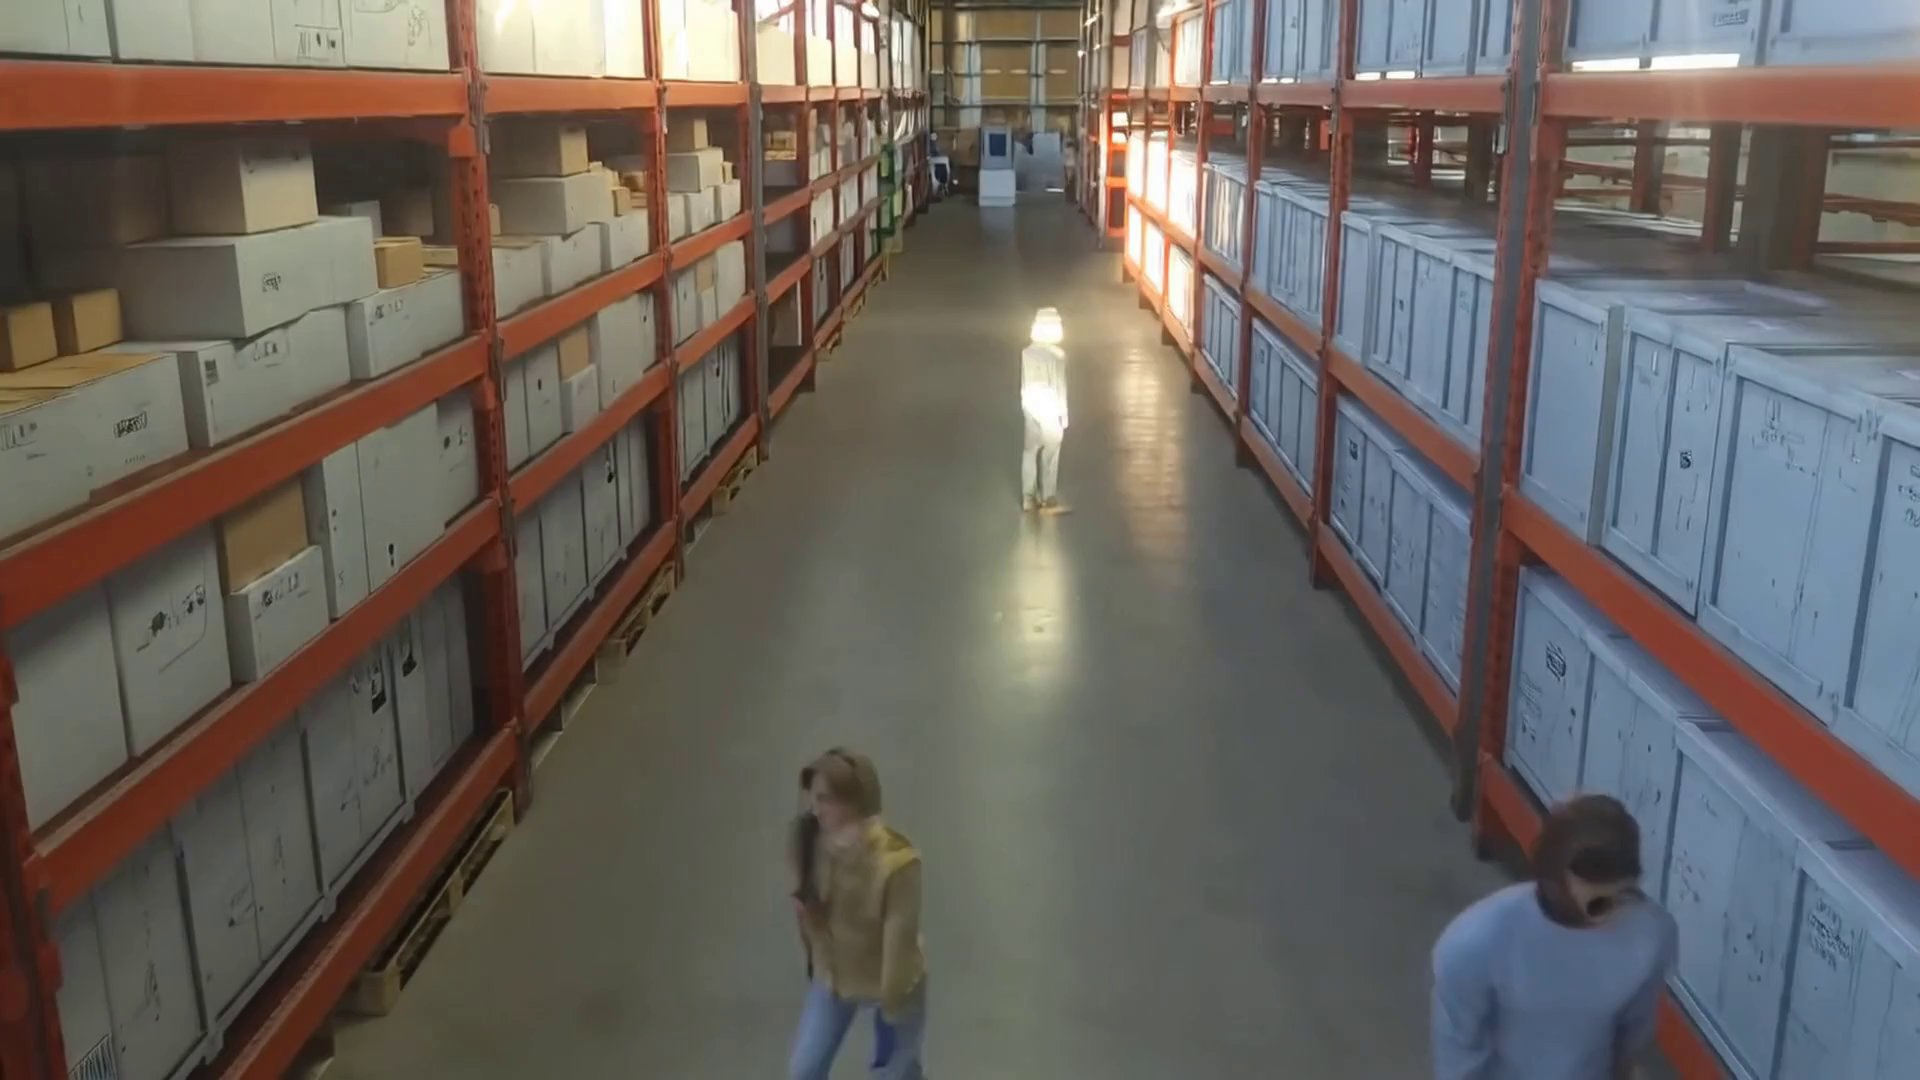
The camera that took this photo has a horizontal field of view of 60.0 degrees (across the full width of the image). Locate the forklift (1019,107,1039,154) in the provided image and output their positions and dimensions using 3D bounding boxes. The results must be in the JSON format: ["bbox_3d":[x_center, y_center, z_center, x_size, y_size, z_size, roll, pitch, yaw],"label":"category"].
[{"bbox_3d":[3.380,-19.688,81.045,1.129,2.768,1.873,-7,17,-24],"label":"forklift"}]

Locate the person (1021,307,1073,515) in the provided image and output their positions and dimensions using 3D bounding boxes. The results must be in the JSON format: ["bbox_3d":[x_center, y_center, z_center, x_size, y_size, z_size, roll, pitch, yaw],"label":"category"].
[{"bbox_3d":[0.725,-1.085,13.984,0.306,1.745,0.483,-13,19,-39],"label":"person"}]

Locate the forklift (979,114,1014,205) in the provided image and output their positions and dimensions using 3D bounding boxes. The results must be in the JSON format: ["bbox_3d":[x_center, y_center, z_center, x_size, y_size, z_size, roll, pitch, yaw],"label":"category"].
[{"bbox_3d":[1.171,-12.140,52.959,1.129,2.768,1.873,0,15,2],"label":"forklift"}]

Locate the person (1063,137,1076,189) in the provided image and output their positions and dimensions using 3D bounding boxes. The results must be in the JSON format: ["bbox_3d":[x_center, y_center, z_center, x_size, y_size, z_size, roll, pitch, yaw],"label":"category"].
[{"bbox_3d":[4.036,-13.682,60.512,0.630,1.926,0.558,11,18,35],"label":"person"}]

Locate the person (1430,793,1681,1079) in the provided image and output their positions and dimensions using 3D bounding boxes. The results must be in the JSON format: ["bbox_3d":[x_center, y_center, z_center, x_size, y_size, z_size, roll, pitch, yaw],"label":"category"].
[{"bbox_3d":[1.423,1.529,3.956,0.648,1.909,0.819,-1,15,-4],"label":"person"}]

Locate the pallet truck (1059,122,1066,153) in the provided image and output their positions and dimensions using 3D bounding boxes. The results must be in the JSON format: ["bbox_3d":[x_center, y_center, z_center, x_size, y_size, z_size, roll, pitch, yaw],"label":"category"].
[{"bbox_3d":[5.788,-21.111,88.014,1.885,1.965,0.823,5,16,18],"label":"pallet truck"}]

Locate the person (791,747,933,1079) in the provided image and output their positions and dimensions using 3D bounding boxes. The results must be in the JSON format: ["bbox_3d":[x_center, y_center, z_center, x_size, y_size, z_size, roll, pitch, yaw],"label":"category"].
[{"bbox_3d":[-0.339,1.392,5.037,0.521,1.598,0.780,10,18,32],"label":"person"}]
